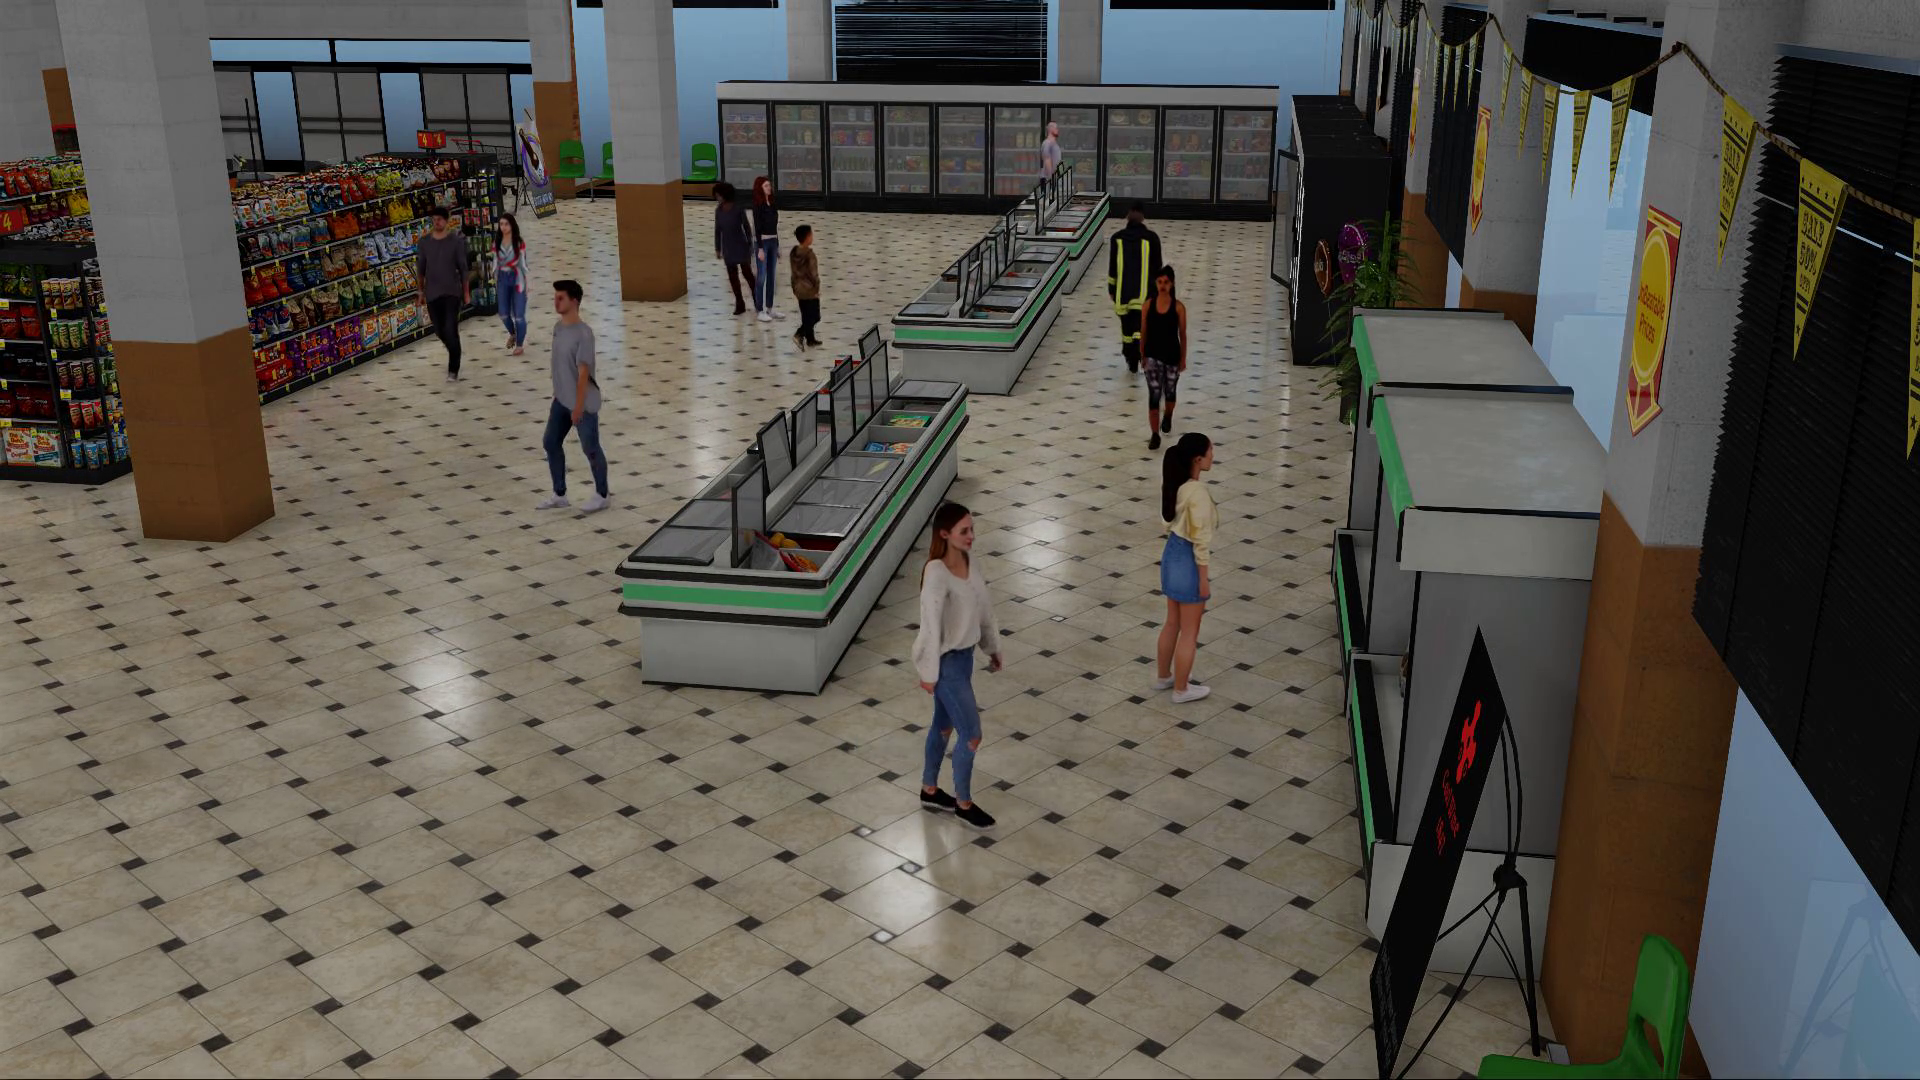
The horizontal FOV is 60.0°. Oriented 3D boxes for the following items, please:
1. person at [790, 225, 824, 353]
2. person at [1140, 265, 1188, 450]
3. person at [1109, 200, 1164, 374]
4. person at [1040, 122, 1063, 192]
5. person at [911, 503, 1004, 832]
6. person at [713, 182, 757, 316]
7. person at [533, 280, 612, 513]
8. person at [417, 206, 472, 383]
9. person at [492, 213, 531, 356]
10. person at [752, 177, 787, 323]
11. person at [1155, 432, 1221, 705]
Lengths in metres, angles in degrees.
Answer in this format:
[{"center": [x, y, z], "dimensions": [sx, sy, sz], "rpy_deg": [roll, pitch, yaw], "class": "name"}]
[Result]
[{"center": [-1.799, -2.873, 19.108], "dimensions": [0.833, 1.441, 0.954], "rpy_deg": [16, 24, 38], "class": "person"}, {"center": [1.884, -1.688, 15.294], "dimensions": [0.585, 1.632, 1.055], "rpy_deg": [3, 19, 10], "class": "person"}, {"center": [1.903, -2.742, 18.101], "dimensions": [0.812, 1.836, 1.117], "rpy_deg": [5, 19, 16], "class": "person"}, {"center": [1.458, -6.157, 28.281], "dimensions": [0.919, 1.803, 1.093], "rpy_deg": [7, 20, 21], "class": "person"}, {"center": [-0.116, 0.612, 8.404], "dimensions": [0.783, 1.676, 0.753], "rpy_deg": [9, 20, 24], "class": "person"}, {"center": [-2.839, -3.711, 21.208], "dimensions": [0.685, 1.687, 0.858], "rpy_deg": [2, 19, 5], "class": "person"}, {"center": [-2.989, -1.141, 13.302], "dimensions": [0.922, 1.868, 0.998], "rpy_deg": [17, 25, 41], "class": "person"}, {"center": [-5.515, -2.647, 17.840], "dimensions": [0.740, 1.822, 1.116], "rpy_deg": [1, 19, 4], "class": "person"}, {"center": [-5.091, -2.935, 19.035], "dimensions": [0.641, 1.605, 0.666], "rpy_deg": [1, 19, 2], "class": "person"}, {"center": [-2.434, -3.657, 20.896], "dimensions": [0.710, 1.784, 0.601], "rpy_deg": [11, 22, 30], "class": "person"}, {"center": [1.327, 0.160, 9.817], "dimensions": [0.767, 1.629, 0.642], "rpy_deg": [-6, 19, -17], "class": "person"}]
